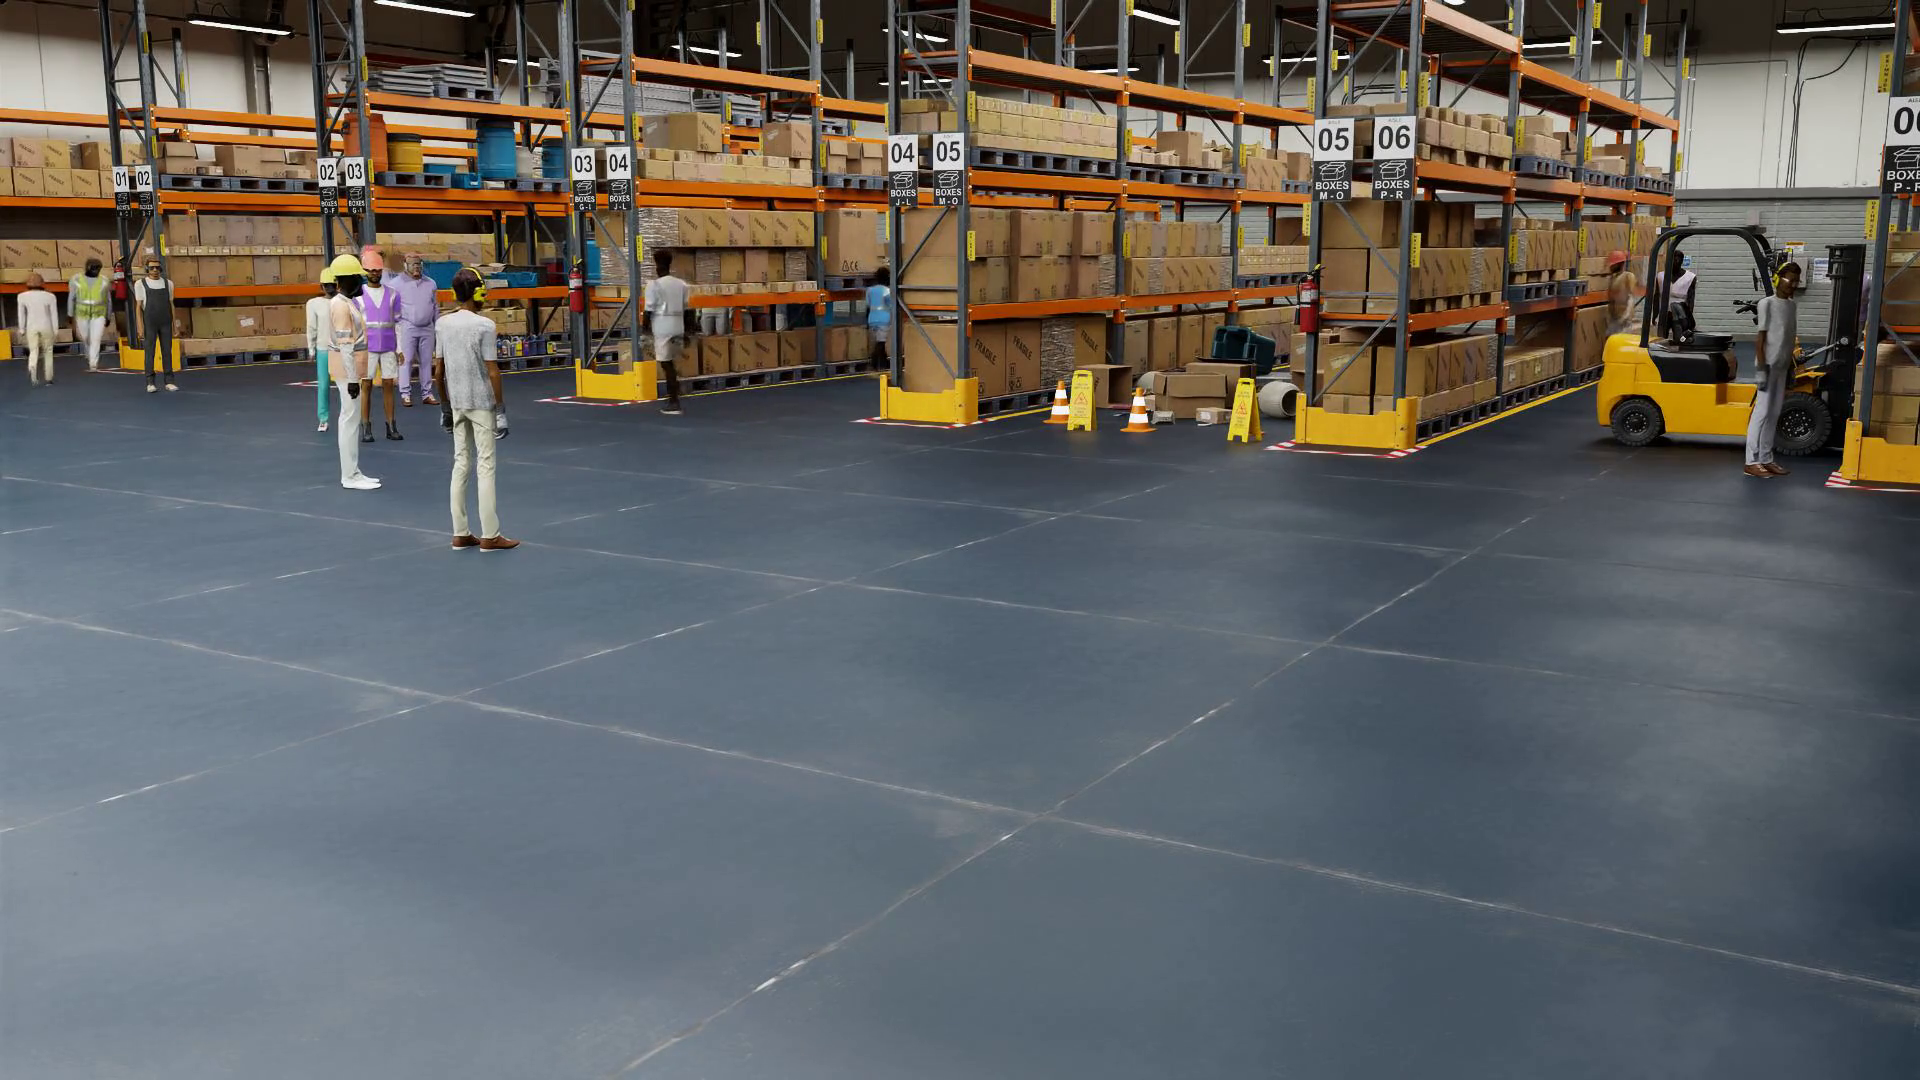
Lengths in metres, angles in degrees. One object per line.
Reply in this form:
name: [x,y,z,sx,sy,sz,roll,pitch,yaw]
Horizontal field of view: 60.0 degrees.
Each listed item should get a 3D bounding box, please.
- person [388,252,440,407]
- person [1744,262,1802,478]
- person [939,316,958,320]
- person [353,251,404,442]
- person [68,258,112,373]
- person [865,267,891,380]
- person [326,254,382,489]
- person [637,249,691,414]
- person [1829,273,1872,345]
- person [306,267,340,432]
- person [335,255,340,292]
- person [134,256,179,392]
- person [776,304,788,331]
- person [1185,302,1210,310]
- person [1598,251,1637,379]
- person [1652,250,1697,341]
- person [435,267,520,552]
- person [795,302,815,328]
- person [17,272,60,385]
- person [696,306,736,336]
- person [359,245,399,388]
person: [-6.768,-2.618,20.730,0.651,1.906,0.402,-9,14,-43]
person: [7.100,-1.478,14.466,0.519,1.865,0.327,-7,12,-33]
person: [-0.048,-3.013,22.599,0.606,2.035,0.403,7,12,33]
person: [-5.963,-1.971,17.022,0.542,1.938,0.358,-7,12,-34]
person: [-13.741,-3.560,26.317,0.637,1.803,0.803,-5,11,-26]
person: [-1.111,-3.216,24.746,0.544,1.651,0.875,8,13,36]
person: [-5.020,-1.381,13.737,0.368,1.929,0.589,-4,11,-20]
person: [-3.543,-2.471,19.778,0.651,1.940,0.632,7,13,36]
person: [12.762,-3.174,23.828,0.581,1.919,0.391,5,11,24]
person: [-6.746,-2.046,17.926,0.533,1.765,0.330,-5,11,-26]
person: [-10.316,-3.874,27.969,0.623,1.832,0.549,8,13,39]
person: [-10.941,-2.936,22.681,0.508,1.844,0.336,-9,14,-42]
person: [-3.095,-3.800,28.113,0.497,1.633,0.283,9,13,41]
person: [4.382,-4.350,30.937,0.488,1.722,0.609,7,13,36]
person: [9.712,-3.303,24.561,0.452,1.909,0.600,-3,11,-17]
person: [10.808,-3.426,25.216,0.587,1.922,0.392,7,12,35]
person: [-3.201,-0.851,10.960,0.538,1.862,0.312,5,11,24]
person: [-2.781,-4.303,30.070,0.462,1.942,0.789,3,11,16]
person: [-13.051,-2.978,23.567,0.504,1.618,0.565,-4,11,-19]
person: [-3.693,-3.418,25.155,0.625,1.934,0.364,1,10,4]
person: [-8.132,-3.114,23.252,0.522,1.995,0.698,-4,11,-22]
